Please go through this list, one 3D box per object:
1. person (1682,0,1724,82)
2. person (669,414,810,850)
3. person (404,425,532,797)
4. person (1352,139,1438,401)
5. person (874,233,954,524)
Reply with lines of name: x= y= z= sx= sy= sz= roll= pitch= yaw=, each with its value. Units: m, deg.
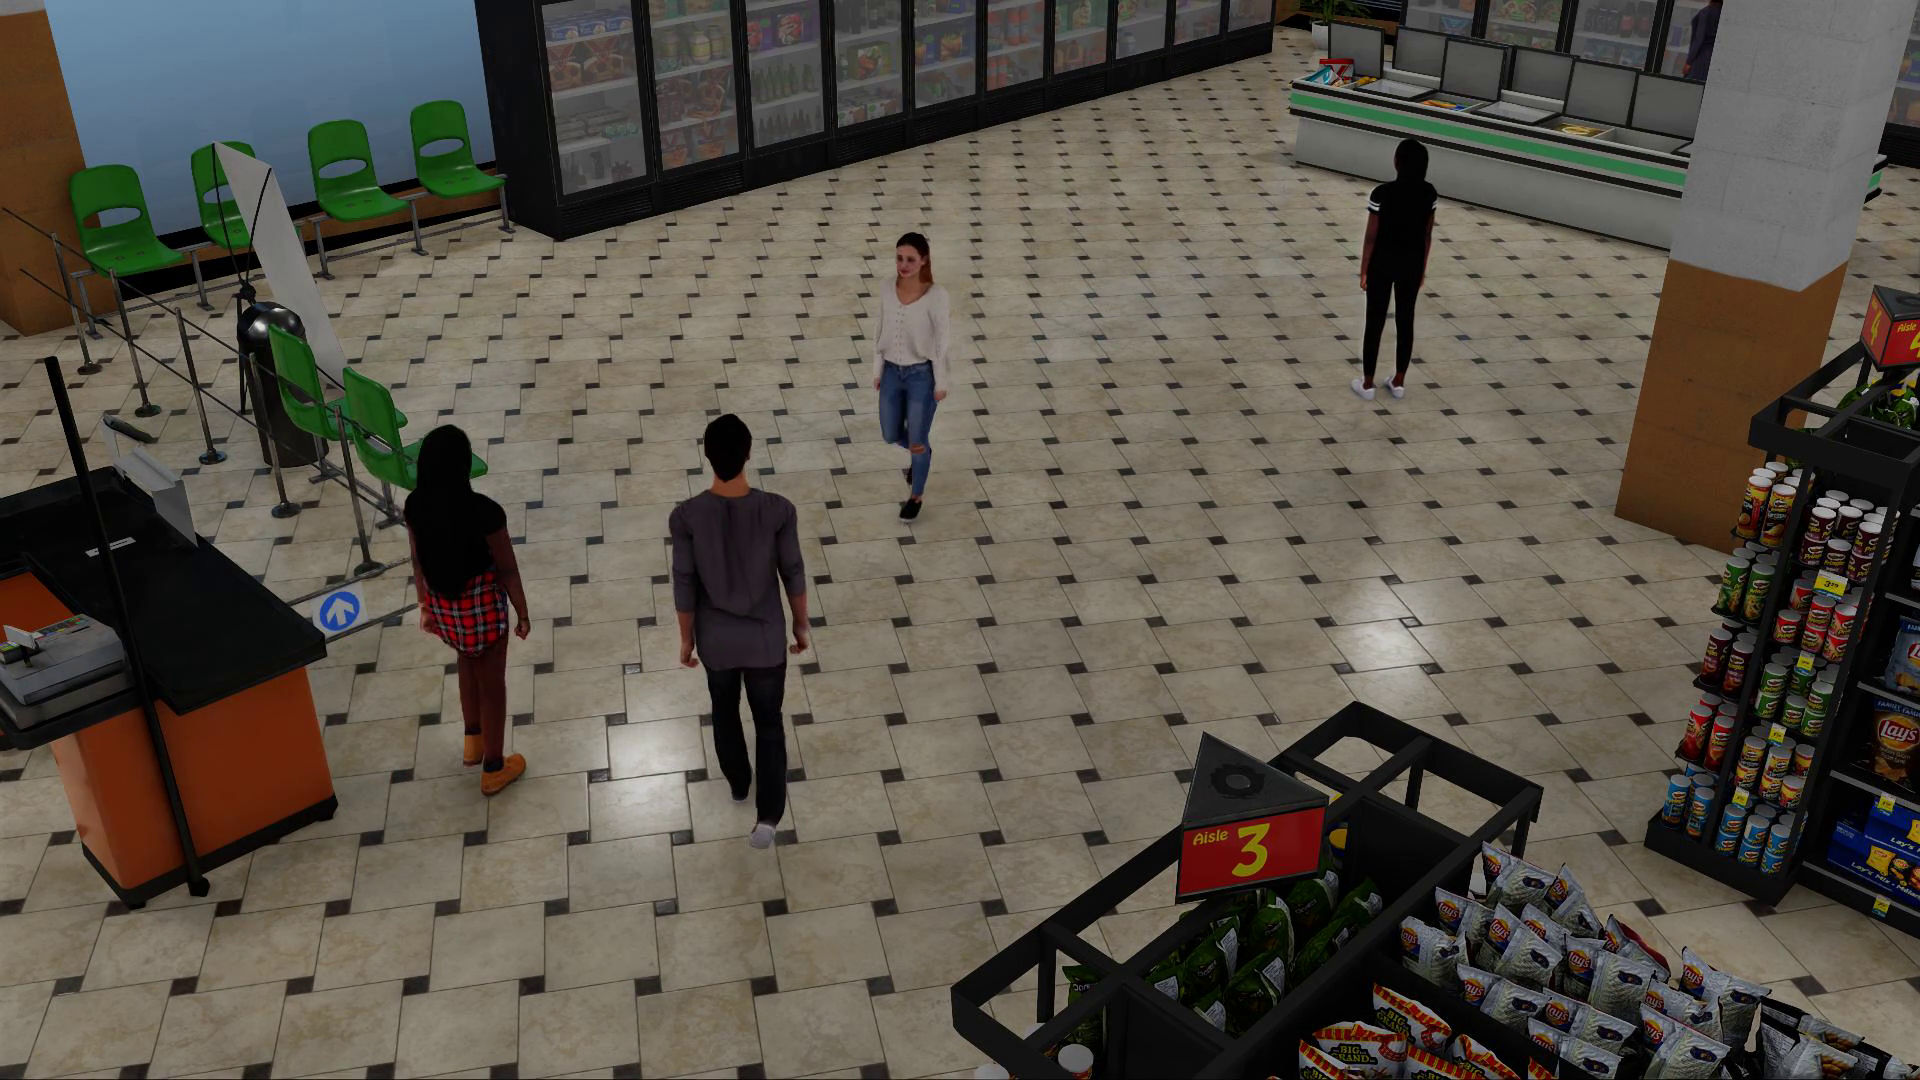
person: x=7.208 y=-4.629 z=16.136 sx=0.609 sy=1.710 sz=0.561 roll=-19 pitch=34 yaw=-31
person: x=-0.897 y=0.427 z=6.757 sx=1.052 sy=1.823 sz=1.140 roll=-3 pitch=29 yaw=-5
person: x=-2.103 y=0.358 z=7.000 sx=0.702 sy=1.710 sz=0.783 roll=7 pitch=29 yaw=12
person: x=2.849 y=-1.760 z=10.861 sx=0.692 sy=1.729 sz=0.747 roll=-1 pitch=29 yaw=-2
person: x=-0.245 y=-0.937 z=9.404 sx=0.791 sy=1.681 sz=0.819 roll=13 pitch=31 yaw=22
